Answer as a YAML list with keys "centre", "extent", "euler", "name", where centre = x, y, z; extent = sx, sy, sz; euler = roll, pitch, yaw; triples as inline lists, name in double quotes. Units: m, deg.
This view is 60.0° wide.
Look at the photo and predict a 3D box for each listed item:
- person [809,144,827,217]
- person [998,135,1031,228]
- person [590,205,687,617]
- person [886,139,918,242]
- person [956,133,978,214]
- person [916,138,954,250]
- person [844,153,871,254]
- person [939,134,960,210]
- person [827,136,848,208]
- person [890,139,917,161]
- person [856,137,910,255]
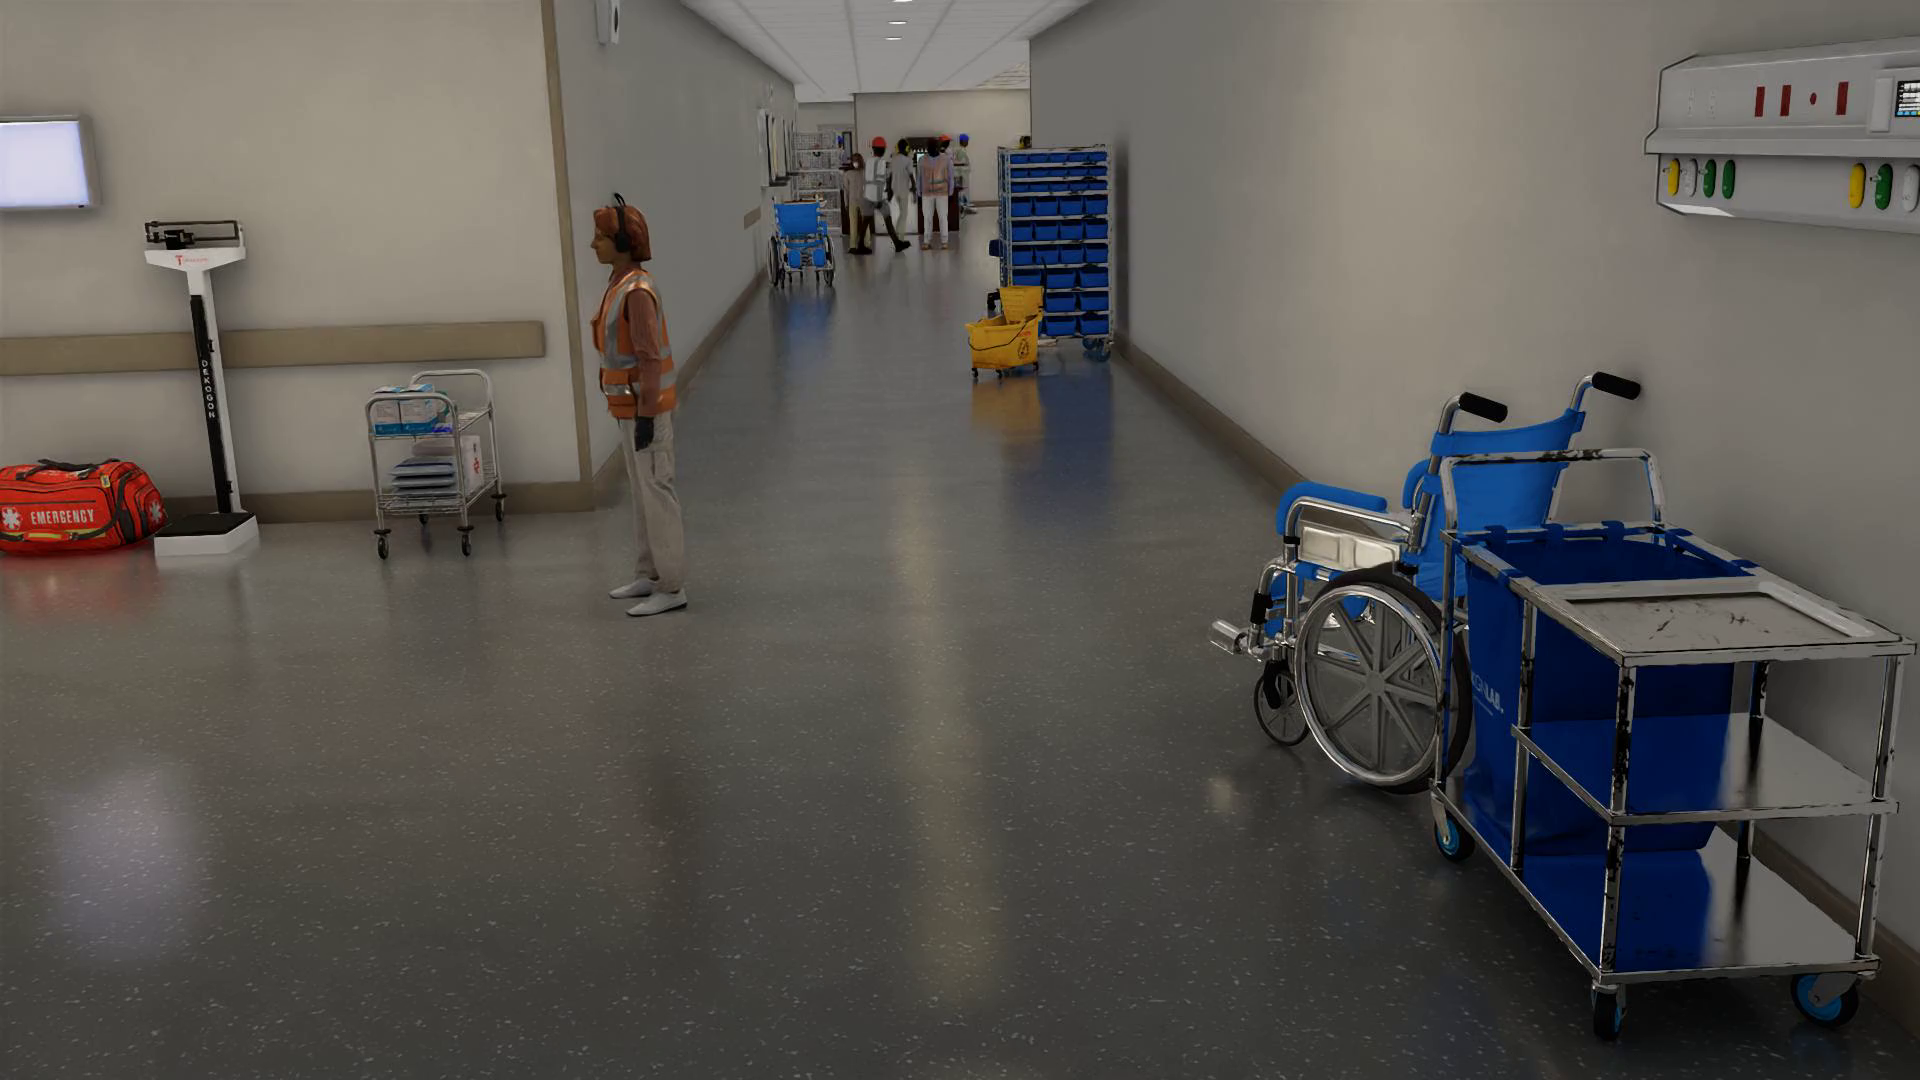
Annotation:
- centre: [-3.499, -8.840, 40.927]
  extent: [0.343, 1.749, 0.572]
  euler: [-7, 15, -22]
  name: "person"
- centre: [1.085, -6.584, 30.945]
  extent: [0.650, 1.849, 0.558]
  euler: [7, 16, 33]
  name: "person"
- centre: [-1.292, -0.515, 6.688]
  extent: [0.315, 1.641, 0.515]
  euler: [-7, 15, -20]
  name: "person"
- centre: [-1.002, -6.002, 28.787]
  extent: [0.509, 1.843, 0.459]
  euler: [11, 19, 42]
  name: "person"
- centre: [-0.002, -8.798, 40.003]
  extent: [0.766, 1.928, 0.613]
  euler: [1, 14, 10]
  name: "person"
- centre: [-0.418, -5.770, 27.771]
  extent: [0.632, 1.839, 0.429]
  euler: [1, 14, 9]
  name: "person"
- centre: [-1.670, -5.541, 27.406]
  extent: [0.497, 1.633, 0.284]
  euler: [1, 14, 10]
  name: "person"
- centre: [-0.274, -8.983, 40.823]
  extent: [0.508, 1.903, 0.559]
  euler: [0, 14, 7]
  name: "person"
- centre: [-3.190, -9.606, 43.639]
  extent: [0.605, 1.944, 0.402]
  euler: [6, 16, 30]
  name: "person"
- centre: [-1.284, -8.257, 38.120]
  extent: [0.619, 1.835, 0.430]
  euler: [1, 14, 10]
  name: "person"
- centre: [-1.333, -5.615, 27.154]
  extent: [0.994, 1.880, 0.564]
  euler: [-12, 17, -37]
  name: "person"
